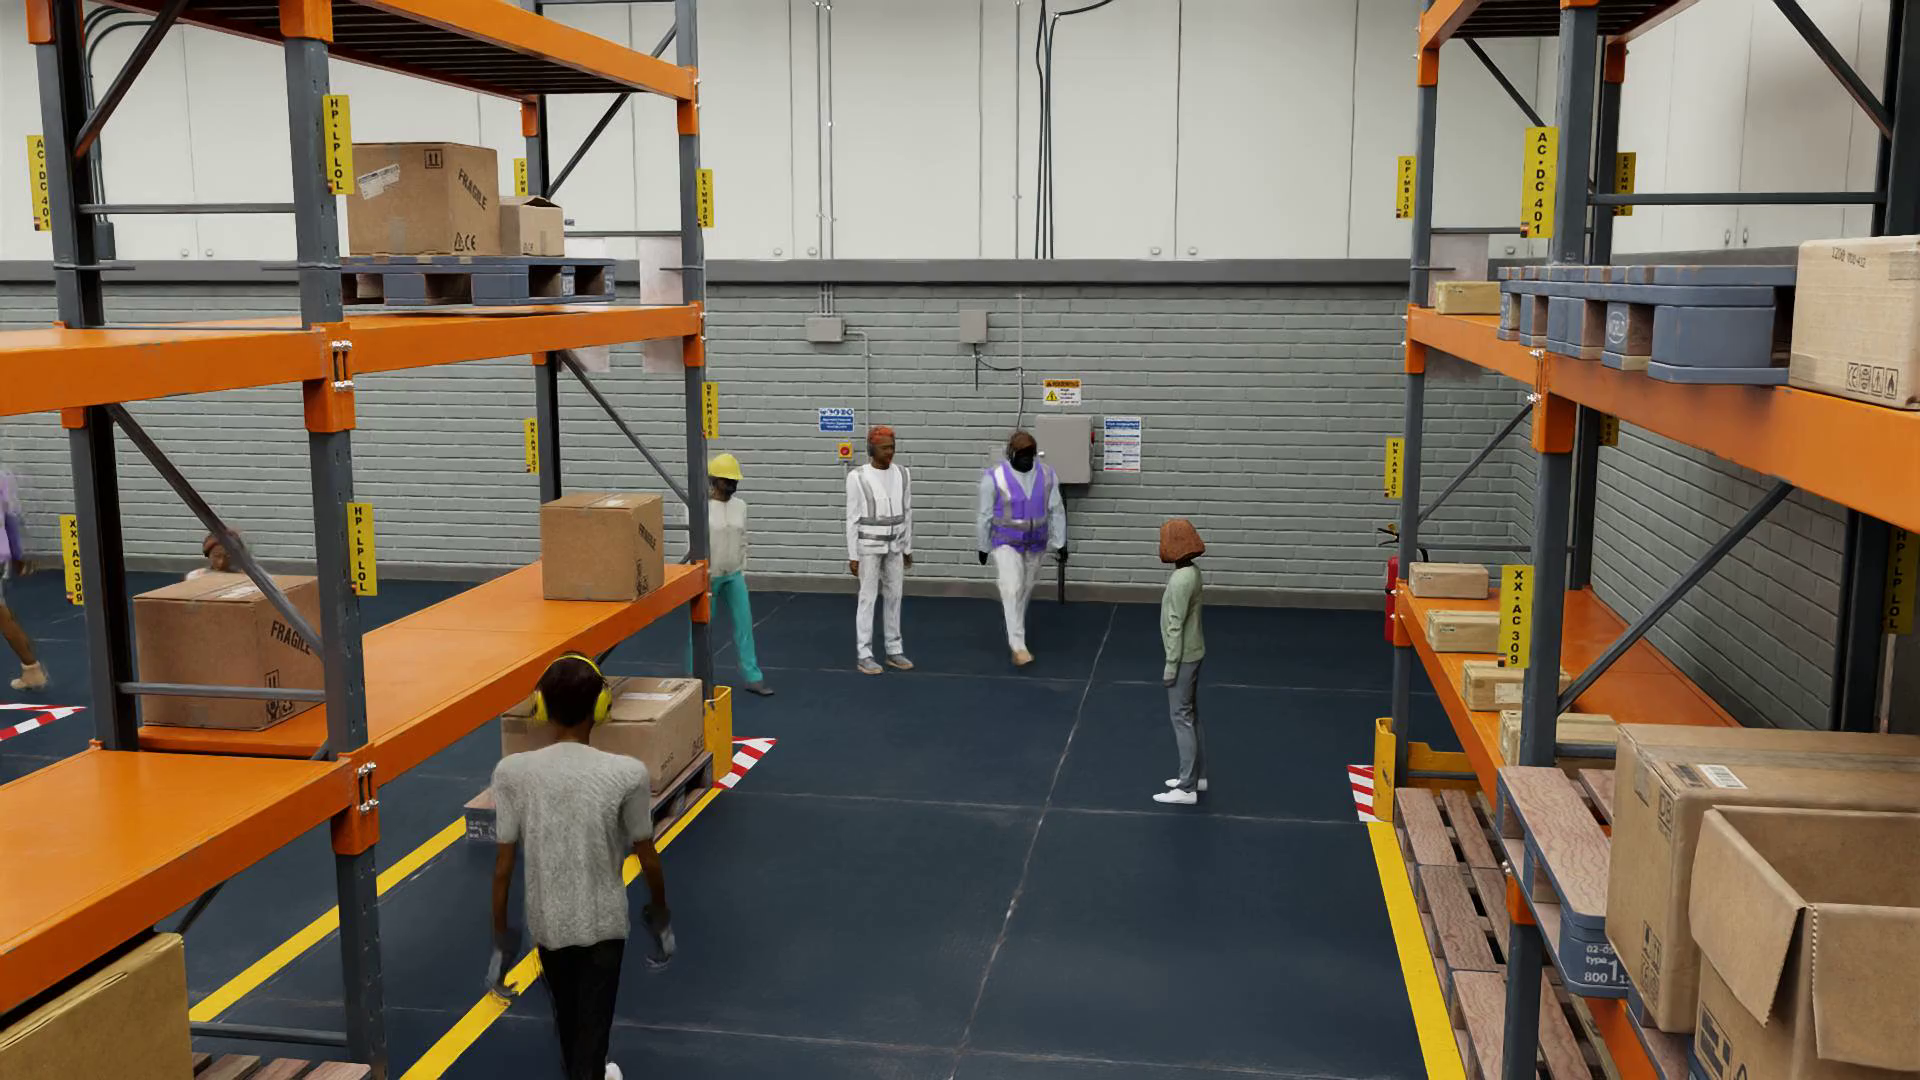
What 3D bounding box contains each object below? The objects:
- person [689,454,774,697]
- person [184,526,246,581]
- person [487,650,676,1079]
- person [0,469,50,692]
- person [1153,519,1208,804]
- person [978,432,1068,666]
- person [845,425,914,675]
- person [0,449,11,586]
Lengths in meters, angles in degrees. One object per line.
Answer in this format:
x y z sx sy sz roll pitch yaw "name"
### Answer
-1.697 0.248 11.905 0.709 1.738 0.539 9 13 44 "person"
-4.192 0.702 9.511 0.554 1.603 0.732 2 10 15 "person"
-1.219 1.253 5.439 0.551 1.815 0.964 0 9 3 "person"
-7.062 0.133 11.868 1.032 1.976 0.663 1 9 4 "person"
1.278 0.689 9.543 0.295 1.622 0.502 3 10 16 "person"
0.509 0.062 12.888 0.624 1.789 0.941 -4 10 -22 "person"
-0.597 0.073 12.559 0.571 1.879 0.358 -7 12 -37 "person"
-9.425 -0.407 15.932 0.577 1.737 0.354 3 10 21 "person"
